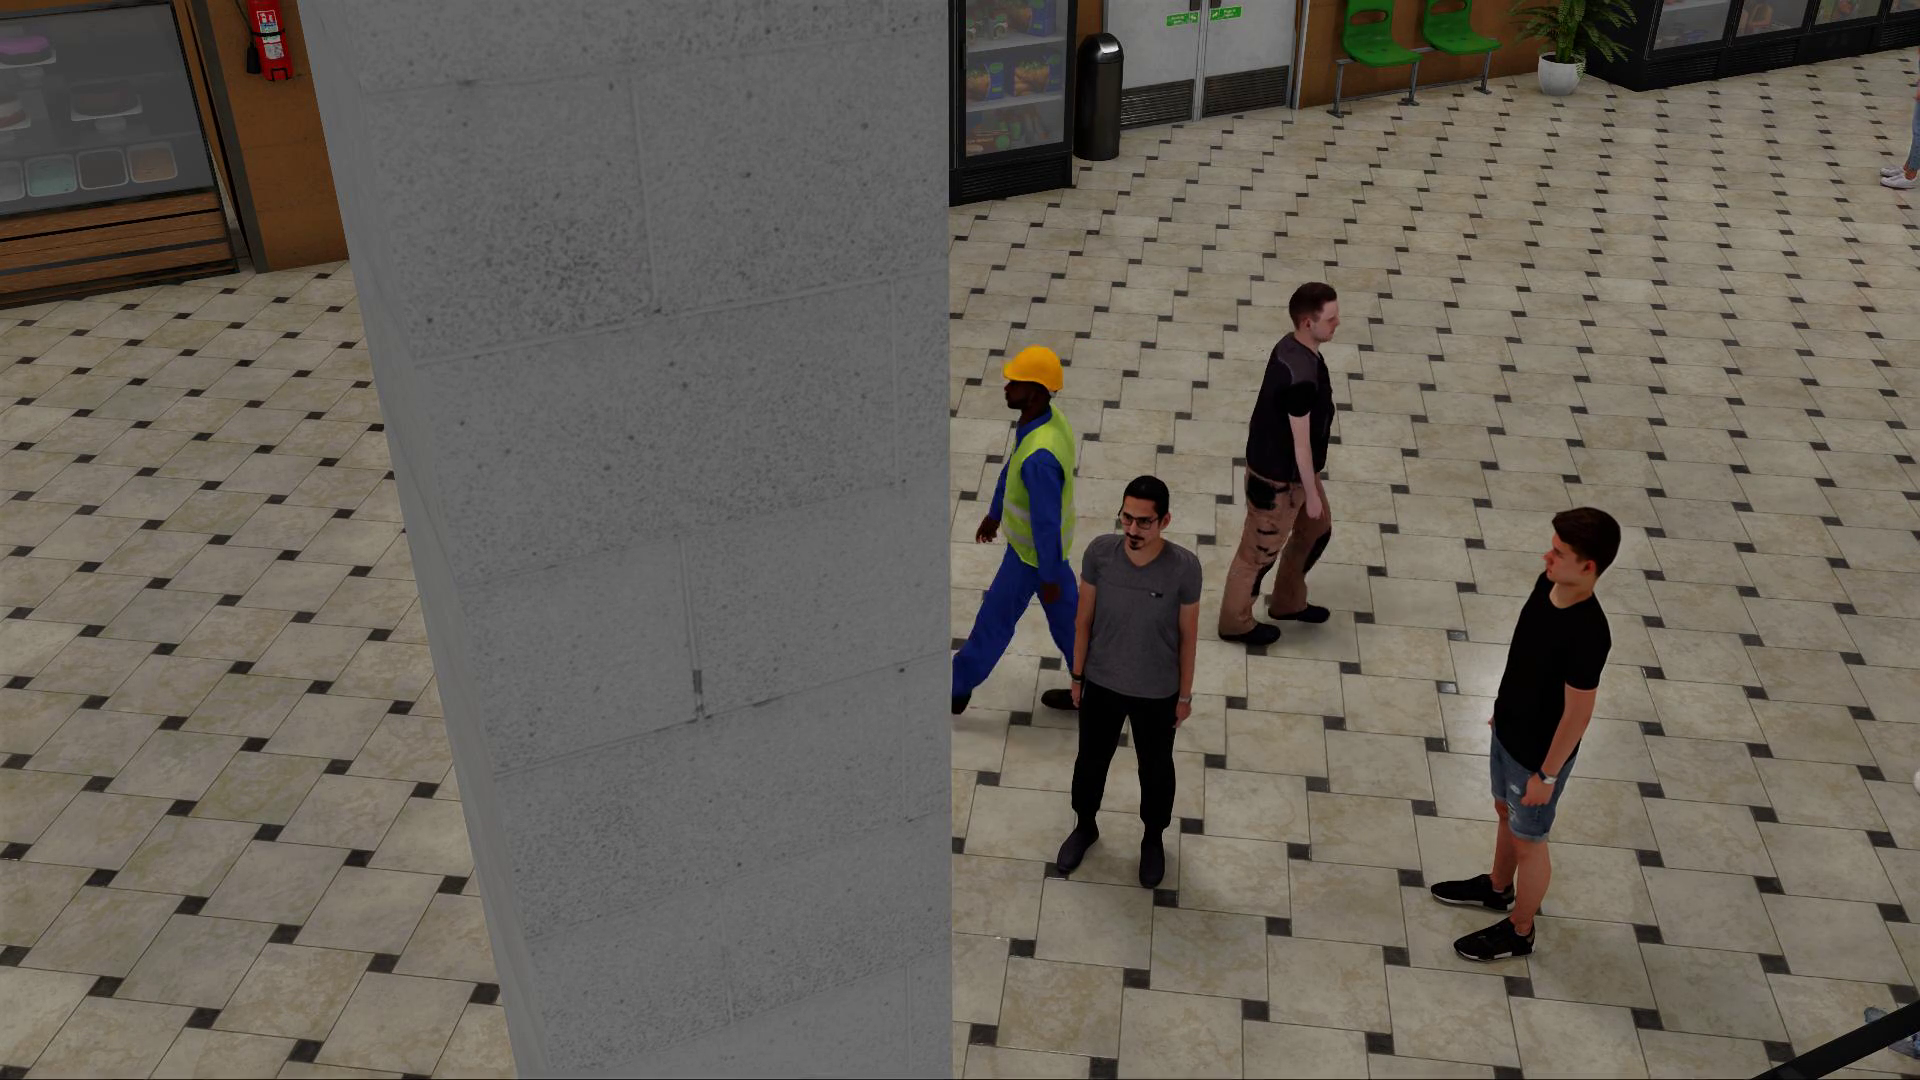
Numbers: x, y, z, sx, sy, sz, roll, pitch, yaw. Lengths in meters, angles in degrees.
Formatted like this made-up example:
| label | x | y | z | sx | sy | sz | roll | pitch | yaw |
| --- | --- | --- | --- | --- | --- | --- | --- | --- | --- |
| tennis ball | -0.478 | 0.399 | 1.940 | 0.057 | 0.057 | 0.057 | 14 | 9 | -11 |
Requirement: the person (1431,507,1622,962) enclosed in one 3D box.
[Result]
| label | x | y | z | sx | sy | sz | roll | pitch | yaw |
| --- | --- | --- | --- | --- | --- | --- | --- | --- | --- |
| person | 2.041 | 0.690 | 5.857 | 0.795 | 1.847 | 0.641 | -1 | 32 | -1 |

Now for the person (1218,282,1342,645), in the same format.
| label | x | y | z | sx | sy | sz | roll | pitch | yaw |
| --- | --- | --- | --- | --- | --- | --- | --- | --- | --- |
| person | 1.362 | -0.325 | 7.511 | 0.945 | 1.822 | 0.882 | 5 | 32 | 8 |

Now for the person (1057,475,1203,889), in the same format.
| label | x | y | z | sx | sy | sz | roll | pitch | yaw |
| --- | --- | --- | --- | --- | --- | --- | --- | --- | --- |
| person | 0.646 | 0.522 | 6.215 | 0.693 | 1.754 | 0.744 | 9 | 33 | 14 |

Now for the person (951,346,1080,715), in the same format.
| label | x | y | z | sx | sy | sz | roll | pitch | yaw |
| --- | --- | --- | --- | --- | --- | --- | --- | --- | --- |
| person | 0.402 | 0.030 | 6.991 | 1.121 | 1.769 | 1.189 | 4 | 32 | 6 |
